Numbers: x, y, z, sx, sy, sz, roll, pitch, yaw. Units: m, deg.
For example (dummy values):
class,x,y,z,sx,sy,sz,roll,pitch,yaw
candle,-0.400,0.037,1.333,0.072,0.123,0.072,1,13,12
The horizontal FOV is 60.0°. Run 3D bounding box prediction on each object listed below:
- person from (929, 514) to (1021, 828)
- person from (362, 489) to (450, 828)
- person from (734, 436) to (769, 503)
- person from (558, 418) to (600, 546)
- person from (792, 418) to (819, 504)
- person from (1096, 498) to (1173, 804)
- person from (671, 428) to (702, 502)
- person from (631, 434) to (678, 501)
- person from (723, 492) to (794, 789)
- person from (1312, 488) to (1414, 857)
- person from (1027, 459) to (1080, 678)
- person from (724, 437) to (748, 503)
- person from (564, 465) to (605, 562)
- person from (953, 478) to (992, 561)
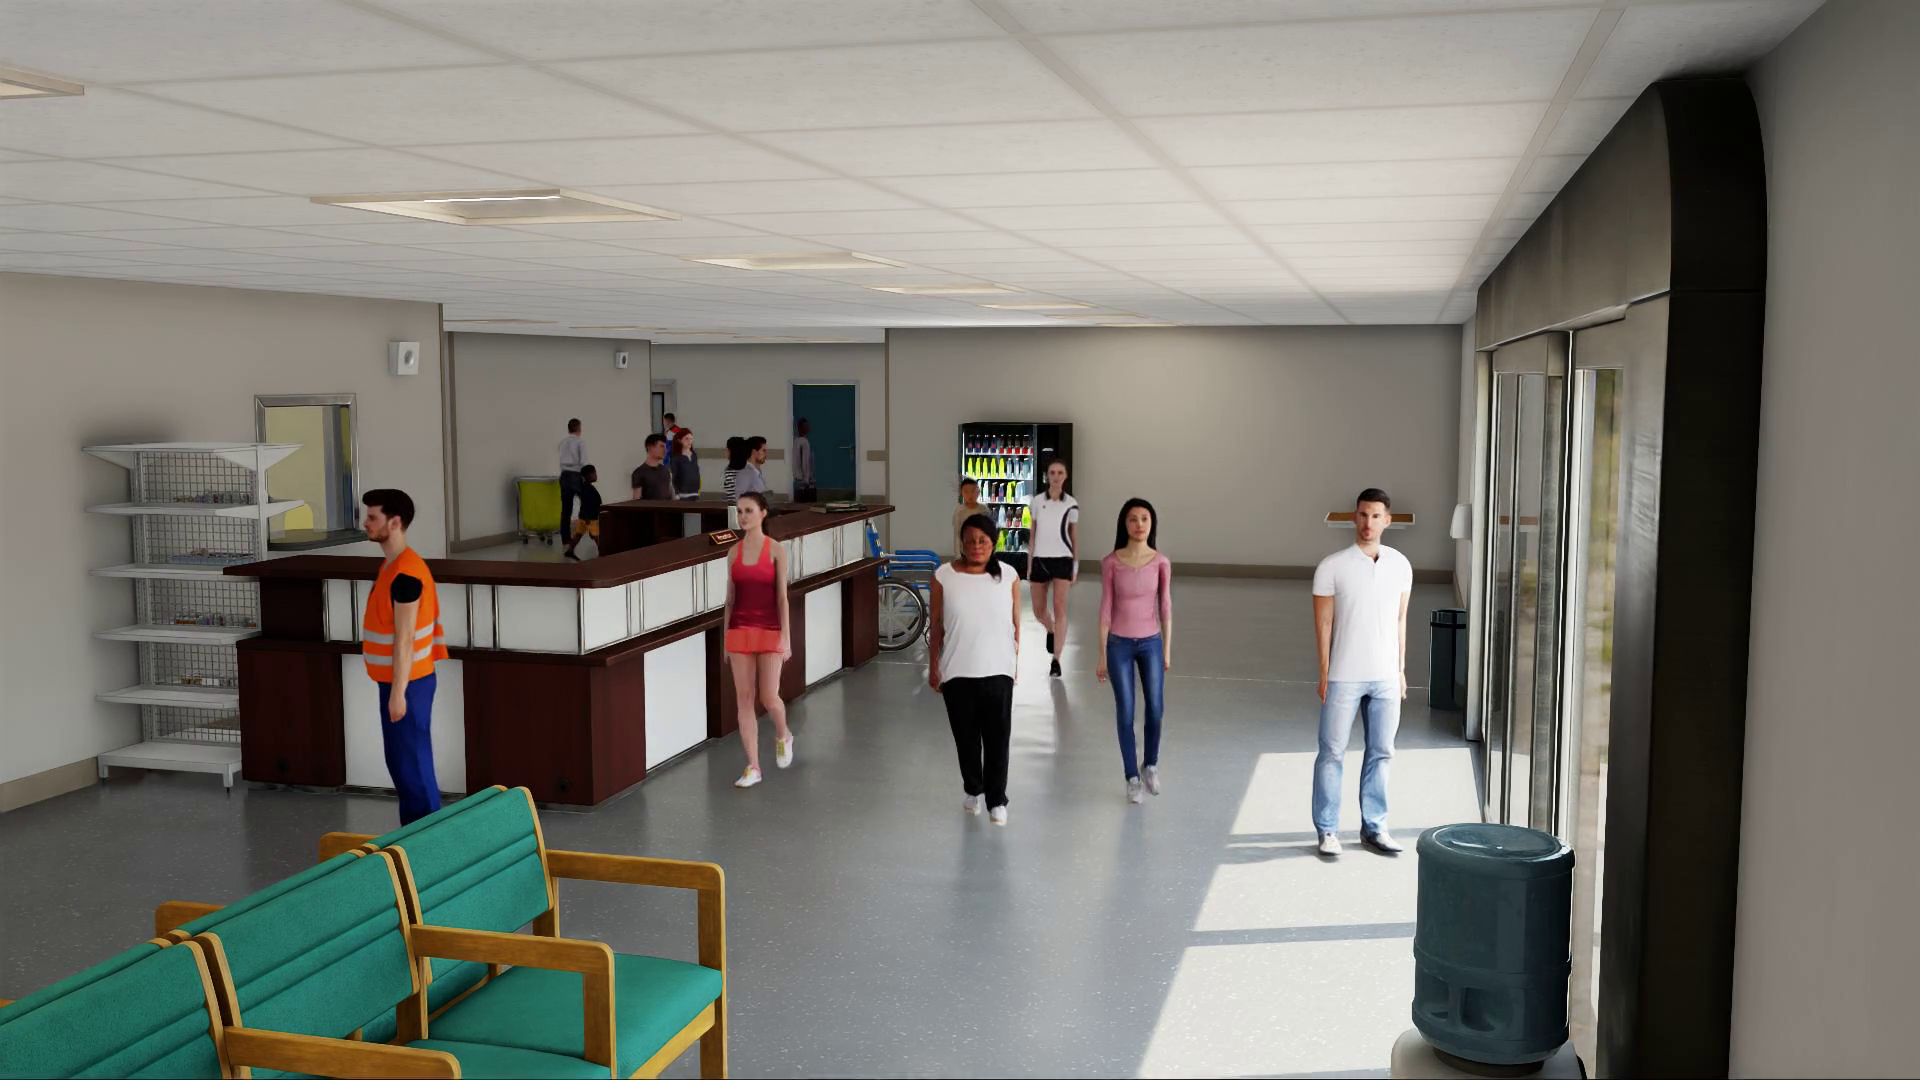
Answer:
class,x,y,z,sx,sy,sz,roll,pitch,yaw
person,0.098,0.694,9.119,0.935,1.660,0.867,0,6,0
person,-2.699,0.684,8.131,0.829,1.878,0.781,-3,6,-25
person,-2.082,-0.036,15.677,1.250,1.801,0.844,1,6,6
person,-5.476,-0.785,23.340,1.120,1.757,0.812,2,6,23
person,-2.378,-0.900,24.453,0.907,1.762,0.845,-3,7,-29
person,0.992,0.616,9.533,0.576,1.734,0.688,0,6,3
person,-3.366,-0.433,20.006,1.202,1.724,0.943,5,7,40
person,-3.082,-0.104,16.294,1.169,1.812,0.794,3,7,28
person,-1.166,0.579,9.870,0.648,1.738,0.626,2,6,17
person,2.039,0.660,8.452,0.663,1.861,0.814,-1,6,-9
person,0.756,0.221,13.462,0.894,1.733,0.649,1,6,11
person,-2.132,-0.108,16.657,1.217,1.730,0.852,4,7,33
person,-4.833,-0.326,21.320,0.933,1.247,0.873,-3,7,-29
person,0.094,0.144,15.620,0.665,1.453,0.735,-2,6,-17
